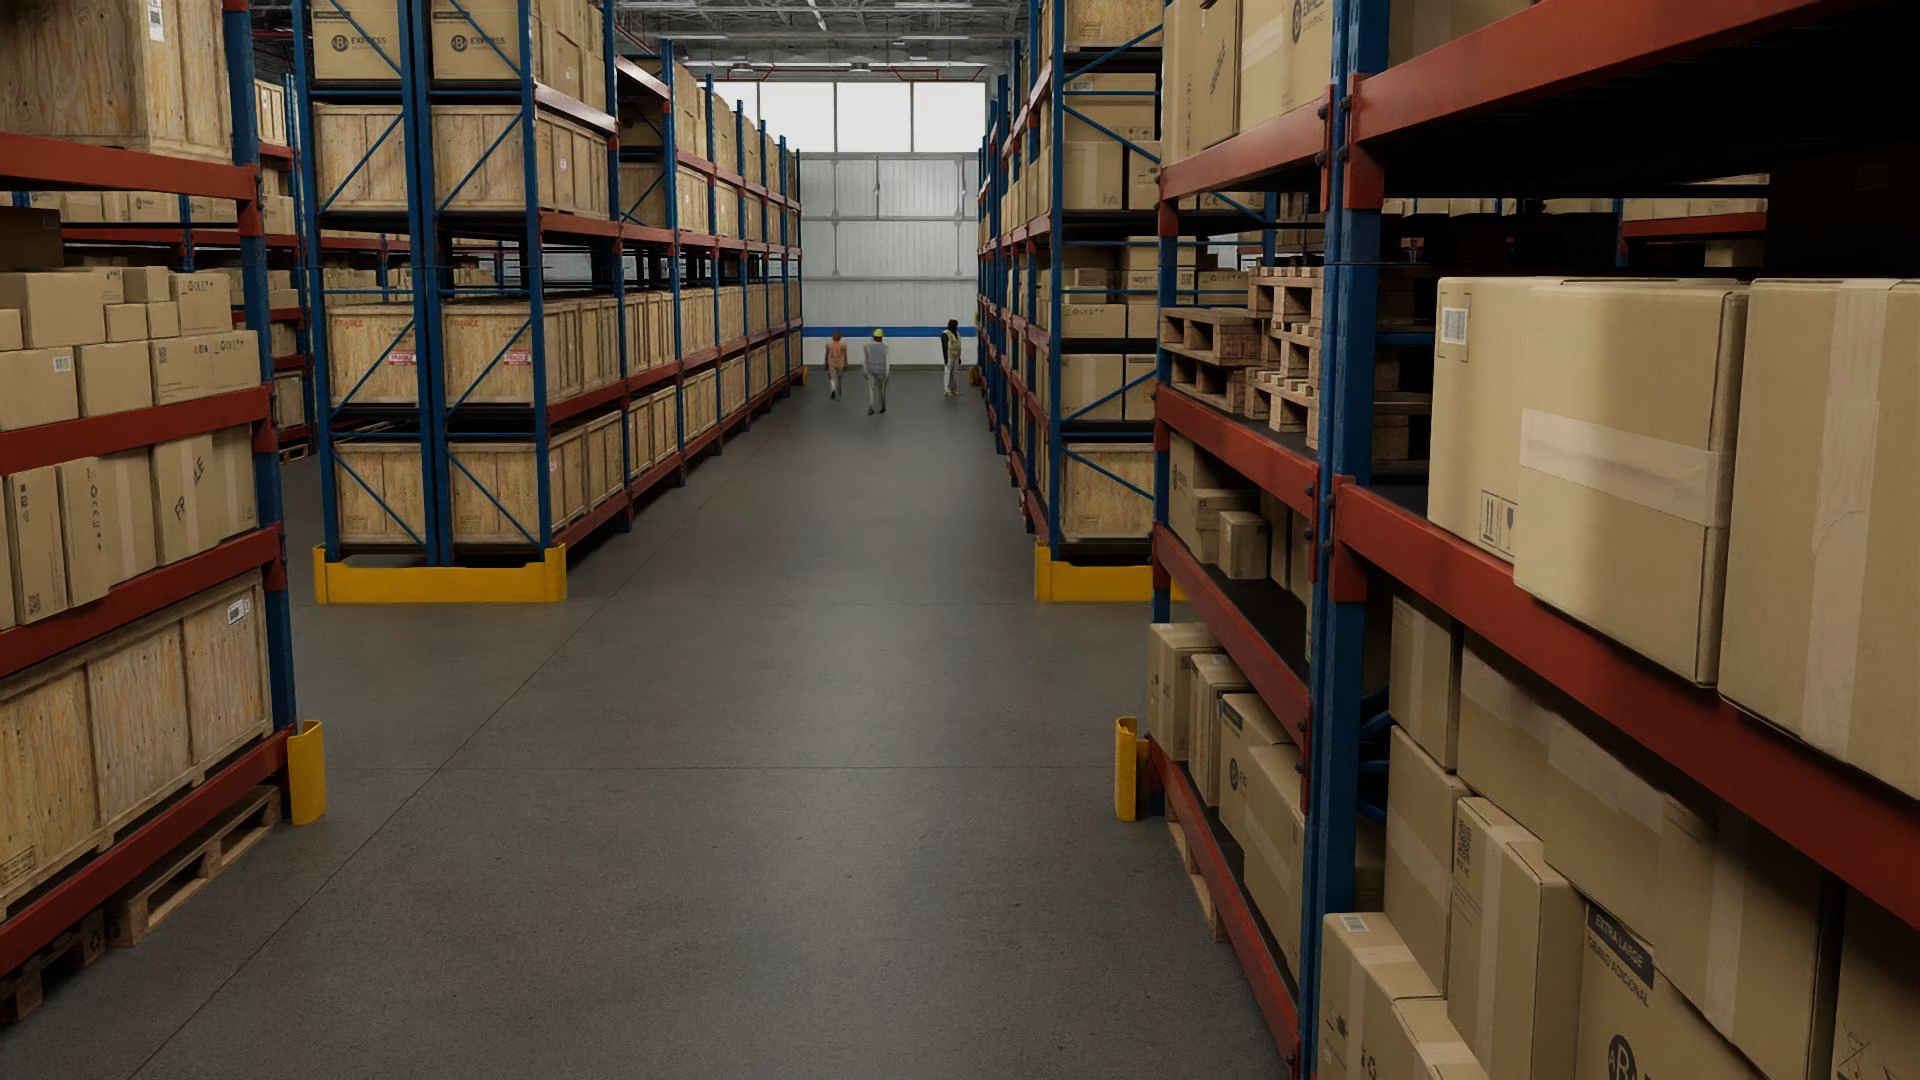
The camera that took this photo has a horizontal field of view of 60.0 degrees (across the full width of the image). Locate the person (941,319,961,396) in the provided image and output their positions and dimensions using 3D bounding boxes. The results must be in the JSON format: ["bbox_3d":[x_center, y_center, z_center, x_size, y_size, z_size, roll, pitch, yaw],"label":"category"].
[{"bbox_3d":[-0.182,-4.351,39.731,0.429,1.839,0.622,6,11,35],"label":"person"}]

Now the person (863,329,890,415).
[{"bbox_3d":[-1.747,-3.512,34.730,0.587,1.797,0.901,1,9,8],"label":"person"}]

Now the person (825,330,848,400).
[{"bbox_3d":[-2.840,-4.012,38.266,0.540,1.624,0.429,-1,9,-7],"label":"person"}]

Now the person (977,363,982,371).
[{"bbox_3d":[0.776,-5.228,44.848,0.624,1.942,1.052,7,11,35],"label":"person"}]
